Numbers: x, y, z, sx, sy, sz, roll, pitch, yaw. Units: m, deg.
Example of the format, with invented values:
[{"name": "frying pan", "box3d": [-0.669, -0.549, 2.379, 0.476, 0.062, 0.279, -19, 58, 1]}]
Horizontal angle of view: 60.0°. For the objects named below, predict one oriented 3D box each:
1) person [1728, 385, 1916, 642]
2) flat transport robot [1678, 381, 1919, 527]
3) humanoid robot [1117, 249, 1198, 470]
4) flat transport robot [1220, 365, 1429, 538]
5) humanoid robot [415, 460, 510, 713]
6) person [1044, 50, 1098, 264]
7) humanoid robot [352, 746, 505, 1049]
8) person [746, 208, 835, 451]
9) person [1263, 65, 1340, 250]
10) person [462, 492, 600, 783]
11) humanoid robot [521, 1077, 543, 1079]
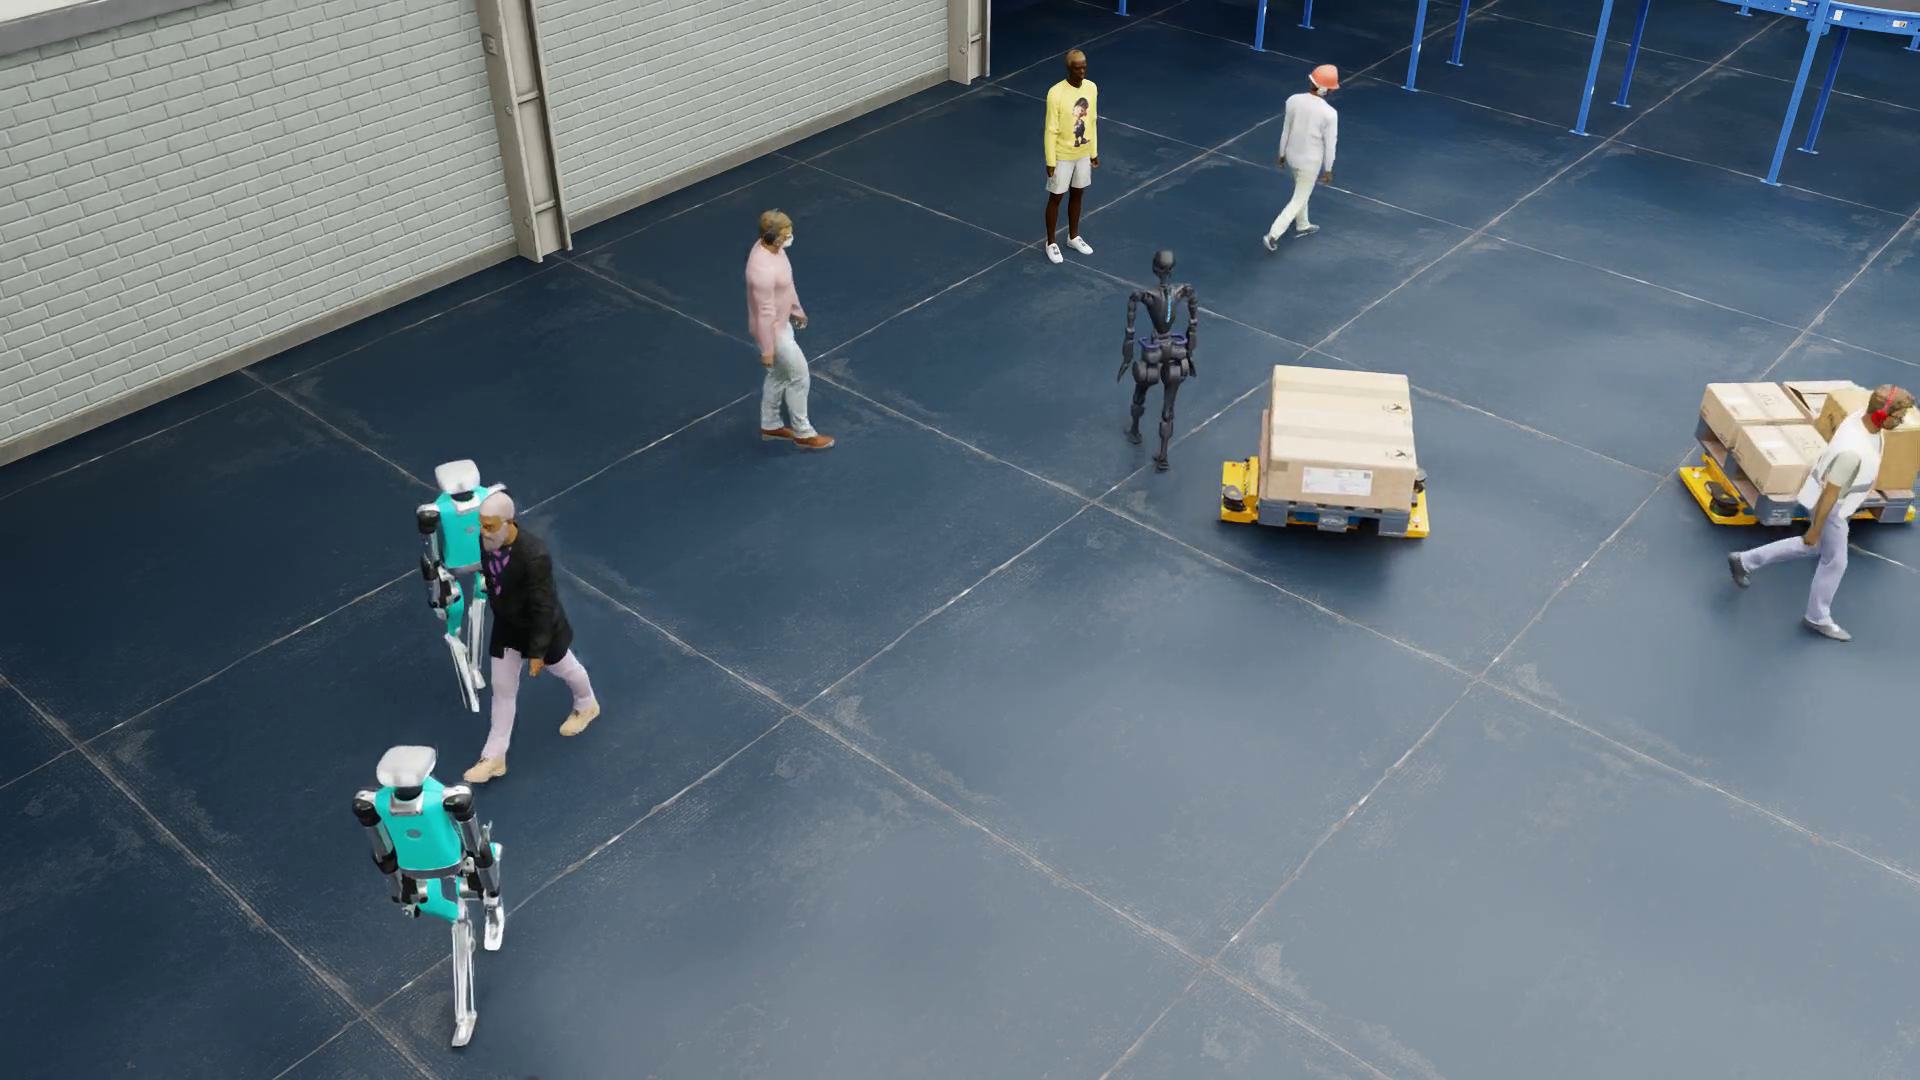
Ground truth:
[{"name": "person", "box3d": [5.381, -0.233, 10.387, 0.797, 1.808, 0.622, 21, 41, 27]}, {"name": "flat transport robot", "box3d": [5.989, -0.374, 11.913, 1.431, 0.231, 0.659, -1, 35, -2]}, {"name": "humanoid robot", "box3d": [1.431, -1.347, 12.075, 0.593, 1.636, 0.642, -9, 36, -12]}, {"name": "flat transport robot", "box3d": [2.593, -0.328, 11.849, 1.431, 0.231, 0.659, 5, 36, 8]}, {"name": "humanoid robot", "box3d": [-2.949, 0.207, 9.849, 0.551, 1.787, 0.783, -22, 41, -28]}, {"name": "person", "box3d": [0.984, -3.418, 14.784, 0.541, 1.899, 0.376, -20, 40, -25]}, {"name": "humanoid robot", "box3d": [-2.448, 1.521, 8.026, 0.540, 1.770, 1.035, -2, 35, -2]}, {"name": "person", "box3d": [-1.230, -1.526, 12.112, 0.635, 1.914, 0.664, -2, 35, -2]}, {"name": "person", "box3d": [3.085, -3.434, 14.968, 0.809, 1.710, 0.566, -25, 42, -30]}, {"name": "person", "box3d": [-2.472, 0.522, 9.329, 0.542, 1.803, 0.979, 20, 40, 25]}, {"name": "humanoid robot", "box3d": [-1.495, 2.700, 6.386, 0.599, 1.635, 0.520, -4, 36, -5]}]
